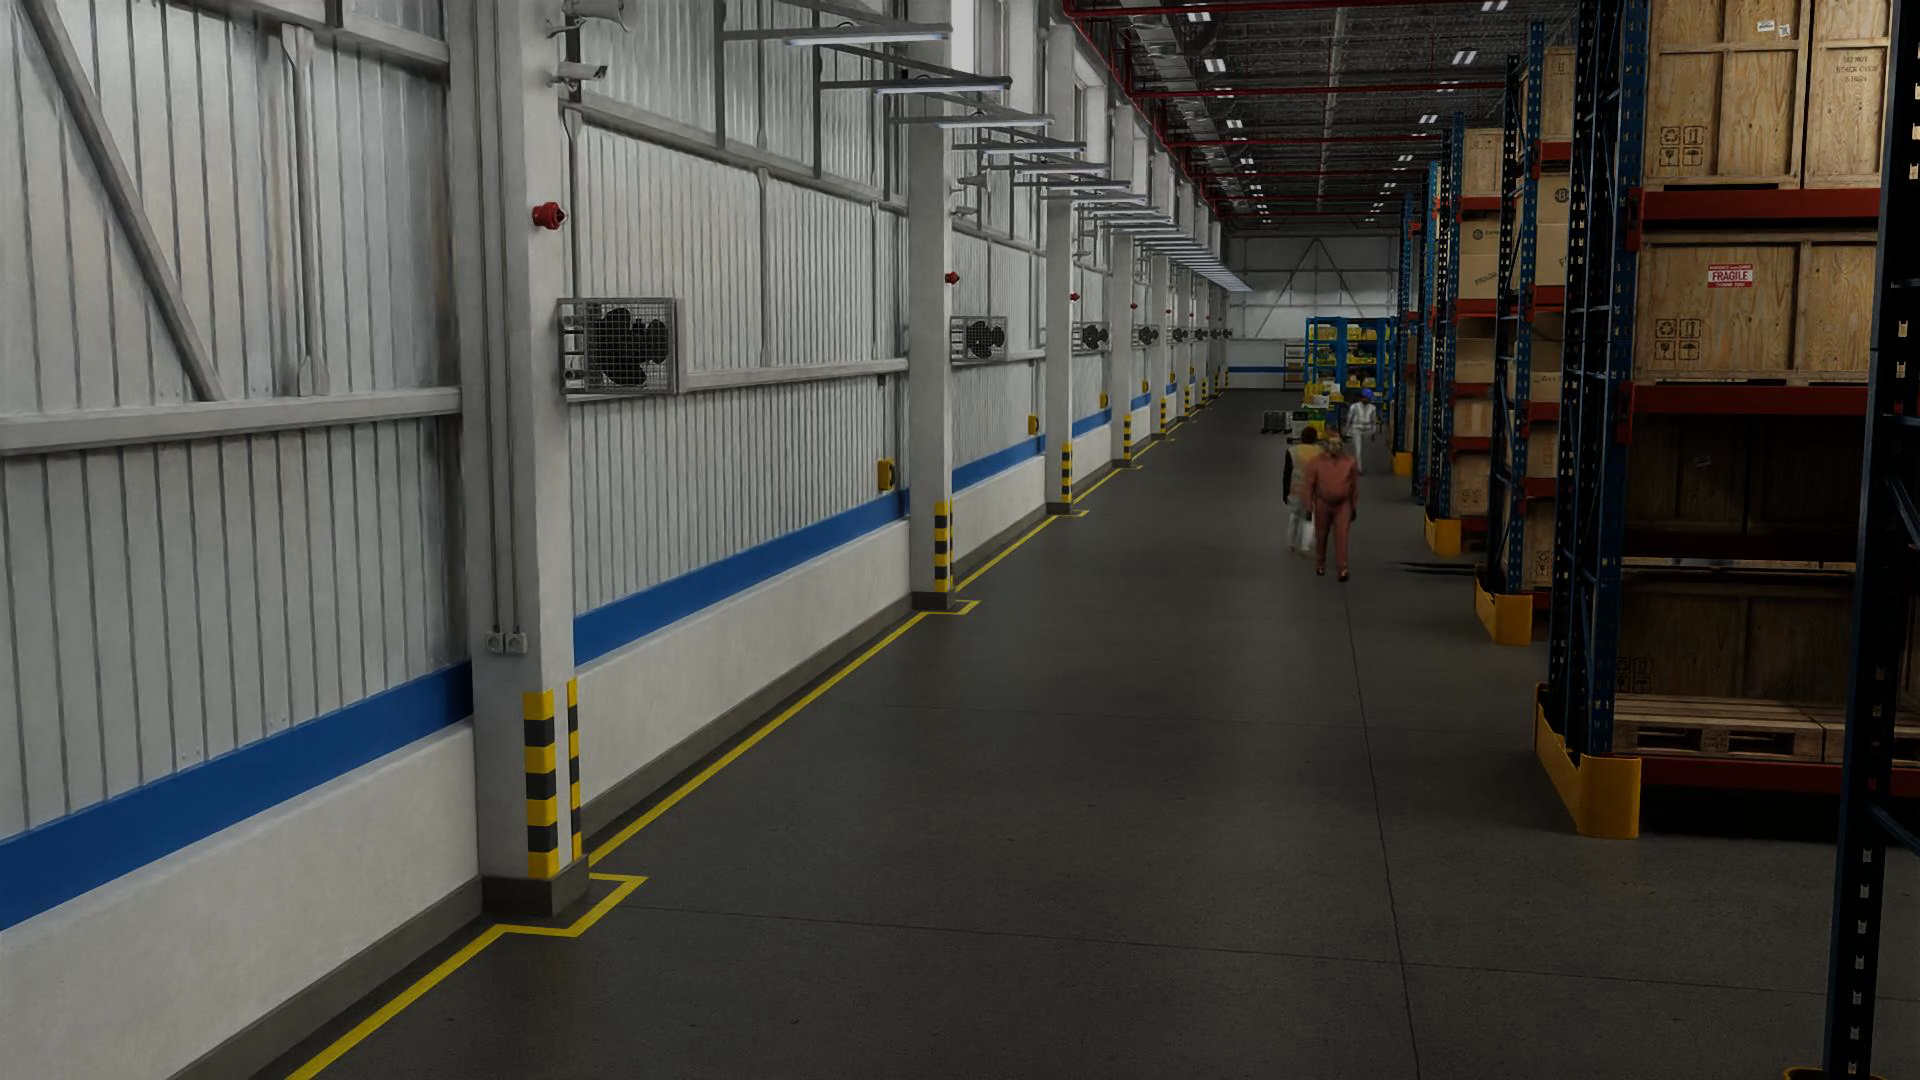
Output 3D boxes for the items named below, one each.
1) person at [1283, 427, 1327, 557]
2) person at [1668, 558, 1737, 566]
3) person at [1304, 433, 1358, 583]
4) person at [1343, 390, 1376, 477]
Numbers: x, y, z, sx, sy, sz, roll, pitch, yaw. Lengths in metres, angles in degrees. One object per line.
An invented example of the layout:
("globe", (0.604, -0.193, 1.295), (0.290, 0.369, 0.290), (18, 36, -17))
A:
("person", (4.805, -0.671, 23.133), (0.641, 1.781, 0.981), (1, 7, 5))
("person", (6.379, 0.446, 14.289), (0.572, 1.750, 0.330), (6, 10, 42))
("person", (4.637, -0.410, 20.774), (0.676, 1.851, 1.025), (0, 7, 4))
("person", (8.616, -2.307, 35.851), (0.686, 1.880, 0.906), (-2, 7, -12))
